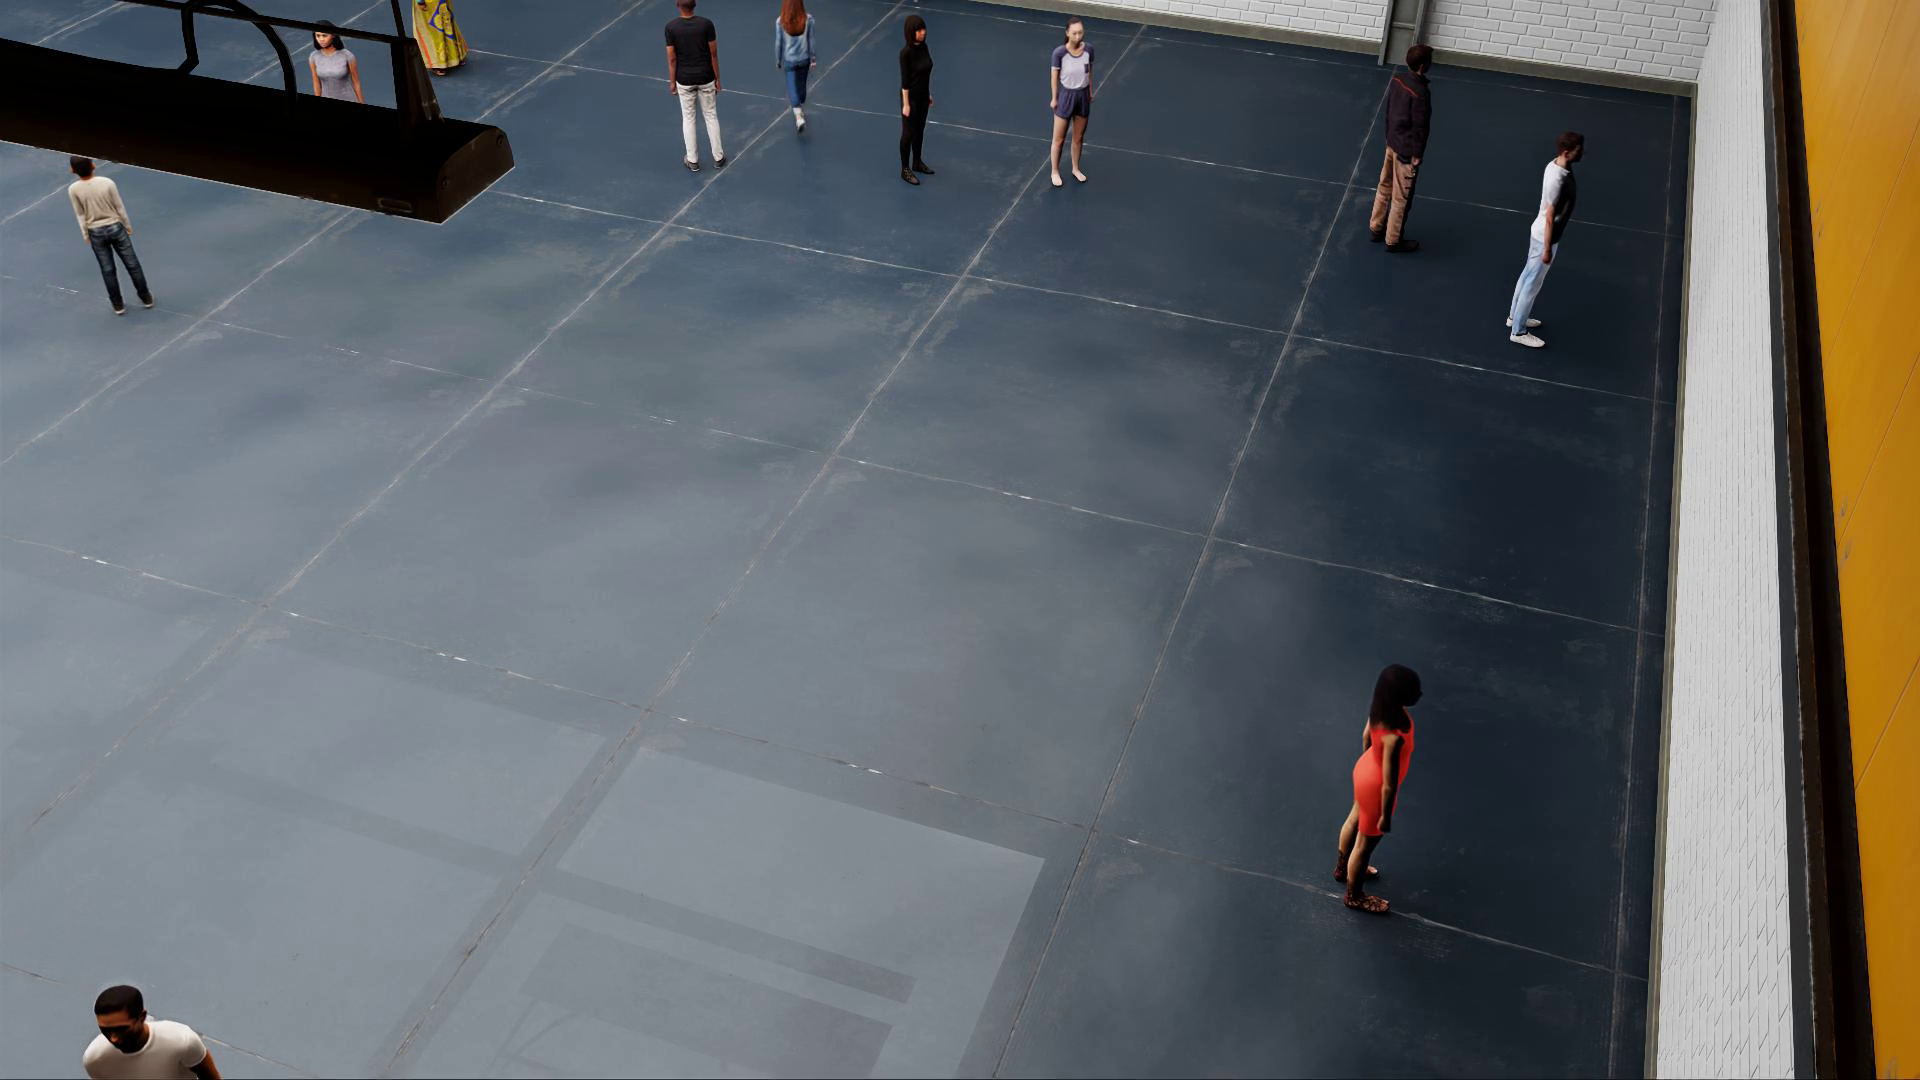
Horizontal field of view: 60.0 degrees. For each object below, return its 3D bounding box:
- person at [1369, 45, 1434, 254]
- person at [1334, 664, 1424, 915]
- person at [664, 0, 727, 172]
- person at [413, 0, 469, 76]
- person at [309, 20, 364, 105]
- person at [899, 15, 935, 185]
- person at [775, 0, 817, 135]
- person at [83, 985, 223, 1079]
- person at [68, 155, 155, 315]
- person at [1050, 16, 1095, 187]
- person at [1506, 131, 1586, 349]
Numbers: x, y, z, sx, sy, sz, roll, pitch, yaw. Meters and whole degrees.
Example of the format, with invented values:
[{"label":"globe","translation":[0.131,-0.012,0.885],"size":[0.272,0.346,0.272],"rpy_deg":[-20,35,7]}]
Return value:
[{"label":"person","translation":[4.008,-3.542,15.027],"size":[0.834,1.925,0.790],"rpy_deg":[-13,41,-16]},{"label":"person","translation":[2.274,1.341,9.078],"size":[0.632,1.718,0.645],"rpy_deg":[1,39,1]},{"label":"person","translation":[-2.605,-4.517,16.344],"size":[0.715,1.804,0.814],"rpy_deg":[-9,39,-11]},{"label":"person","translation":[-5.812,-5.993,18.309],"size":[0.799,1.660,0.877],"rpy_deg":[17,42,21]},{"label":"person","translation":[-5.857,-4.061,15.792],"size":[0.611,1.781,0.720],"rpy_deg":[-6,39,-8]},{"label":"person","translation":[-0.449,-4.320,16.228],"size":[0.585,1.642,0.631],"rpy_deg":[24,44,27]},{"label":"person","translation":[-1.680,-4.924,17.133],"size":[0.968,1.456,0.951],"rpy_deg":[-9,40,-11]},{"label":"person","translation":[-3.517,2.579,7.461],"size":[0.667,1.803,0.781],"rpy_deg":[-8,39,-10]},{"label":"person","translation":[-7.322,-2.640,14.270],"size":[0.609,1.459,0.664],"rpy_deg":[-18,42,-21]},{"label":"person","translation":[1.083,-4.265,16.153],"size":[0.656,1.650,0.727],"rpy_deg":[-14,41,-17]},{"label":"person","translation":[4.854,-2.519,13.806],"size":[0.561,1.851,0.664],"rpy_deg":[9,40,12]}]
